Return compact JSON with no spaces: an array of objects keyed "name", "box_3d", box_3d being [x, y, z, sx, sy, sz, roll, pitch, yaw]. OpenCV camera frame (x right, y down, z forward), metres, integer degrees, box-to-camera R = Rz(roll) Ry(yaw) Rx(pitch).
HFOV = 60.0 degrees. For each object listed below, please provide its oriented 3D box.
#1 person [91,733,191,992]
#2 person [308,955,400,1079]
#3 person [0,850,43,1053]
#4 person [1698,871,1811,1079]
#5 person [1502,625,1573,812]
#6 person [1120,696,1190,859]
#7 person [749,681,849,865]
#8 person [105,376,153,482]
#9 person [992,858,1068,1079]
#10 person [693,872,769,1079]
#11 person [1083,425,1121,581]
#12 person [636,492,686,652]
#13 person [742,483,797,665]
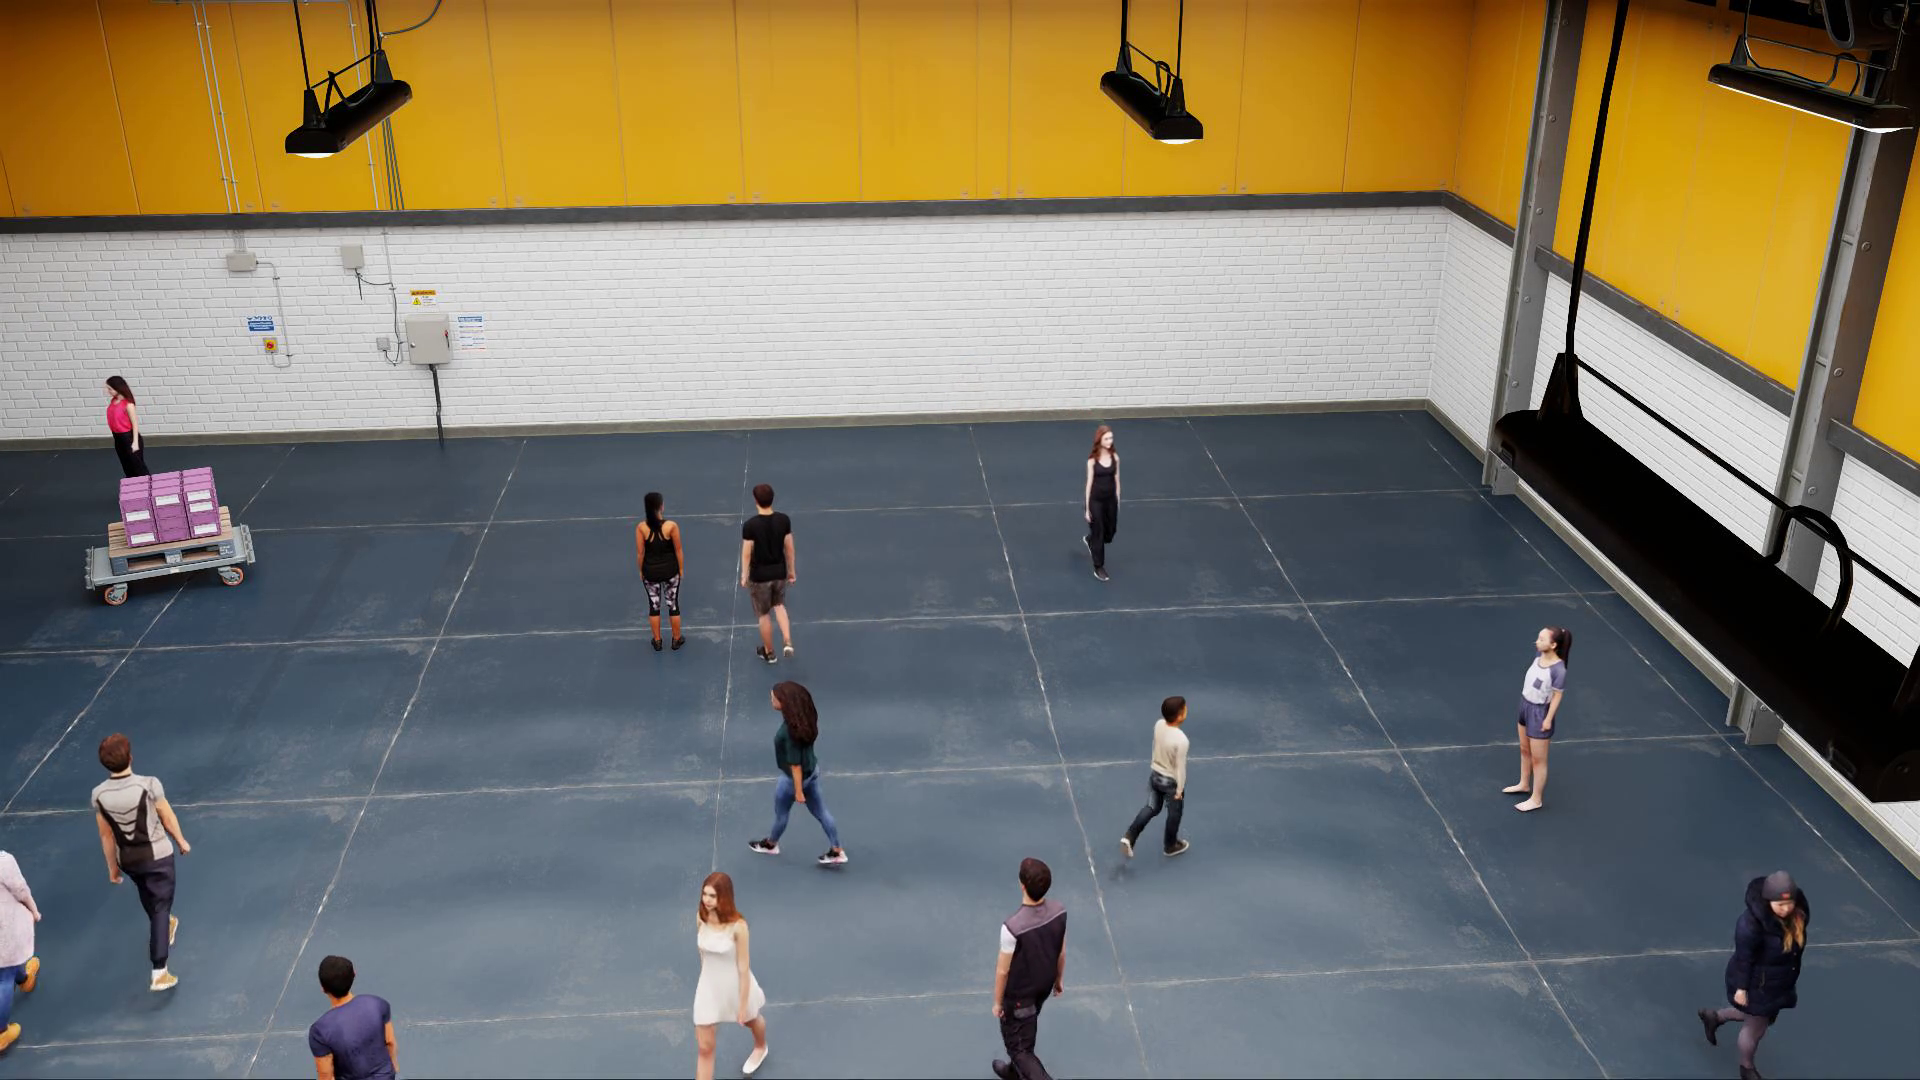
[{"name":"person","box_3d":[-5.699,2.266,11.614,0.691,1.856,1.209,-3,24,-7]},{"name":"person","box_3d":[-3.394,3.202,9.599,1.043,1.754,1.239,-16,29,-33]},{"name":"person","box_3d":[-6.478,2.606,11.032,0.723,1.698,1.075,-1,24,-2]},{"name":"person","box_3d":[5.101,2.768,10.710,0.860,1.660,0.978,-12,26,-26]},{"name":"person","box_3d":[4.788,1.448,13.741,0.651,1.650,0.457,-3,24,-6]},{"name":"person","box_3d":[1.558,1.892,12.982,0.898,1.445,0.908,-18,29,-35]},{"name":"person","box_3d":[-1.169,1.847,12.920,0.899,1.576,1.077,6,24,13]},{"name":"person","box_3d":[-9.849,-1.155,19.676,0.663,1.666,0.700,15,28,30]},{"name":"person","box_3d":[0.469,2.838,10.346,1.024,1.824,1.184,-17,29,-34]},{"name":"person","box_3d":[-1.429,2.818,10.596,0.970,1.660,1.207,11,26,23]},{"name":"person","box_3d":[1.478,-0.440,17.958,0.768,1.733,0.950,-11,26,-23]},{"name":"person","box_3d":[-2.947,0.292,16.357,0.583,1.673,0.493,-3,24,-6]},{"name":"person","box_3d":[-1.804,0.369,15.963,0.856,1.849,0.943,-14,27,-29]}]
